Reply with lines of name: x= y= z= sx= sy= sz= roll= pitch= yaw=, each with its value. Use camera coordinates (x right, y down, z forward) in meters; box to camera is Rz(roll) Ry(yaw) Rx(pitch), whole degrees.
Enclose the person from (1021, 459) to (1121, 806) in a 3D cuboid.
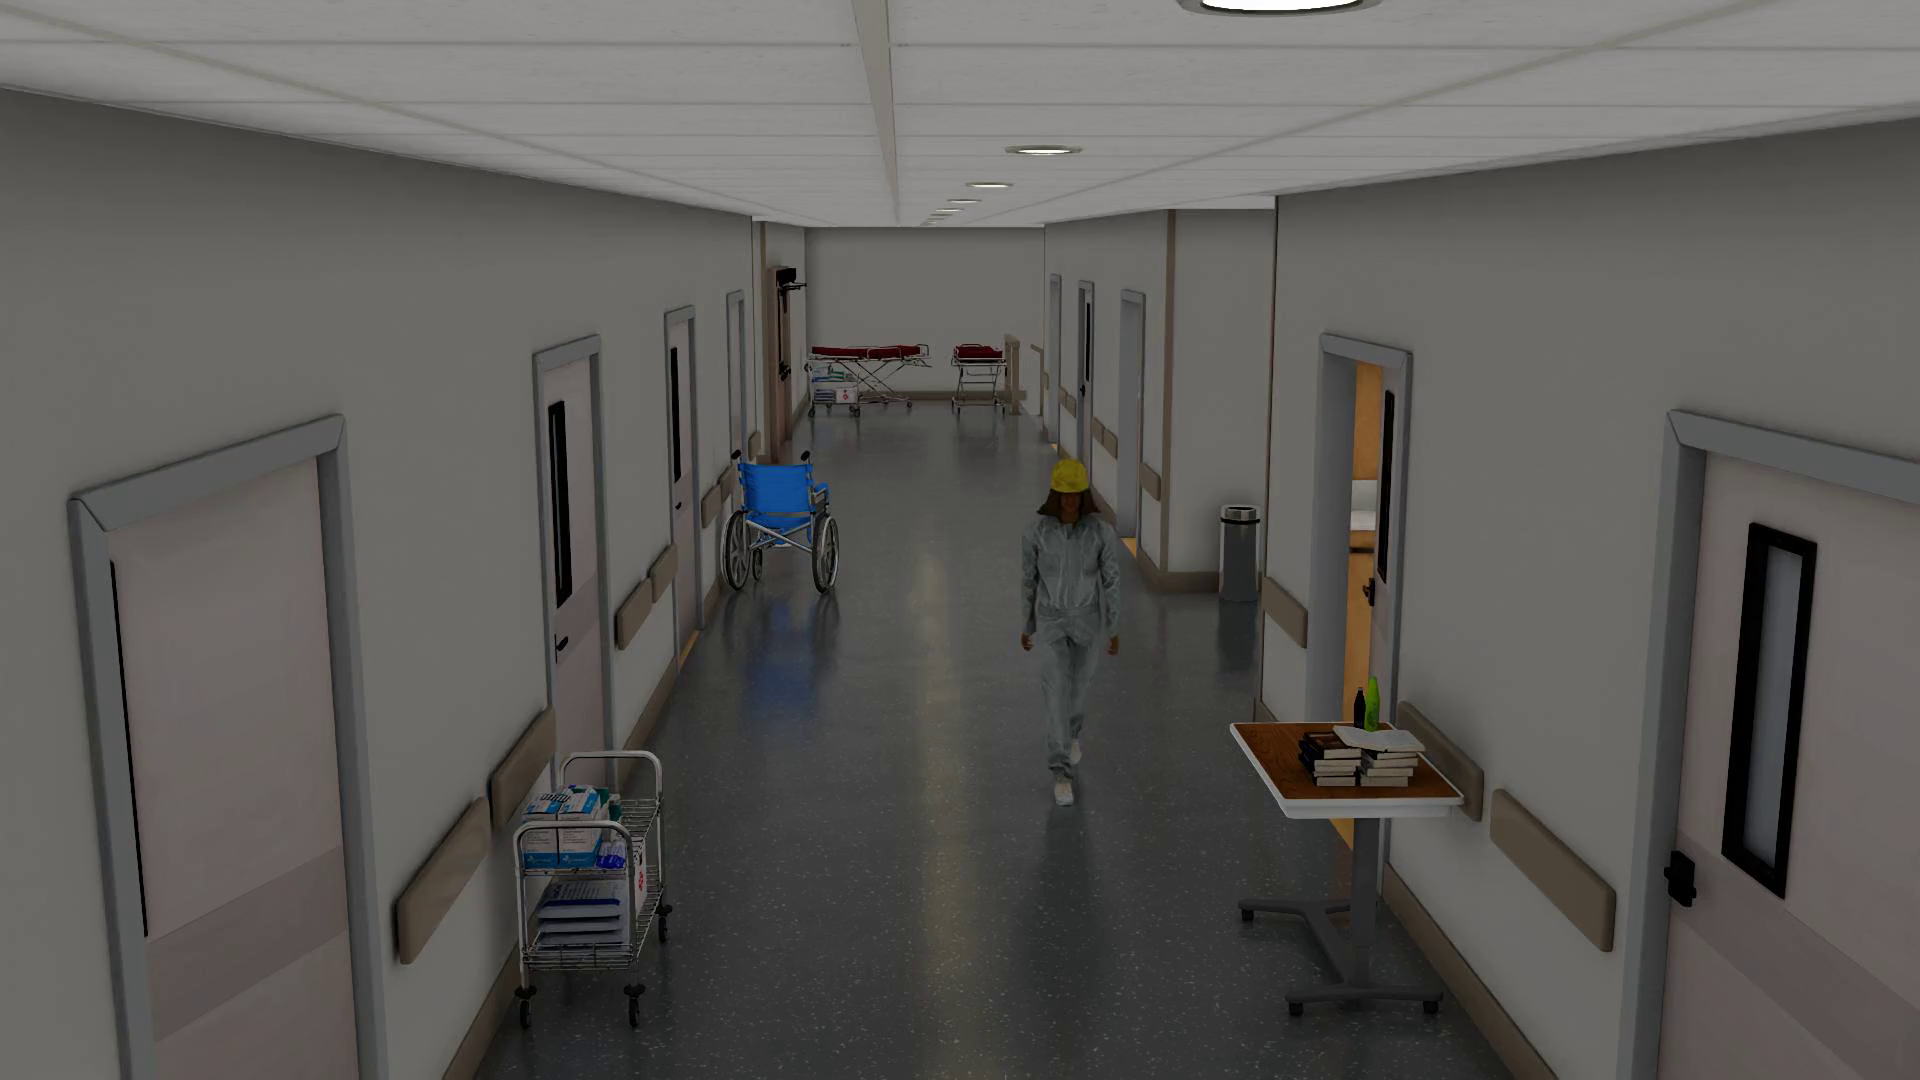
person: x=0.559 y=0.412 z=8.528 sx=0.498 sy=1.696 sz=0.926 roll=-1 pitch=10 yaw=-4
